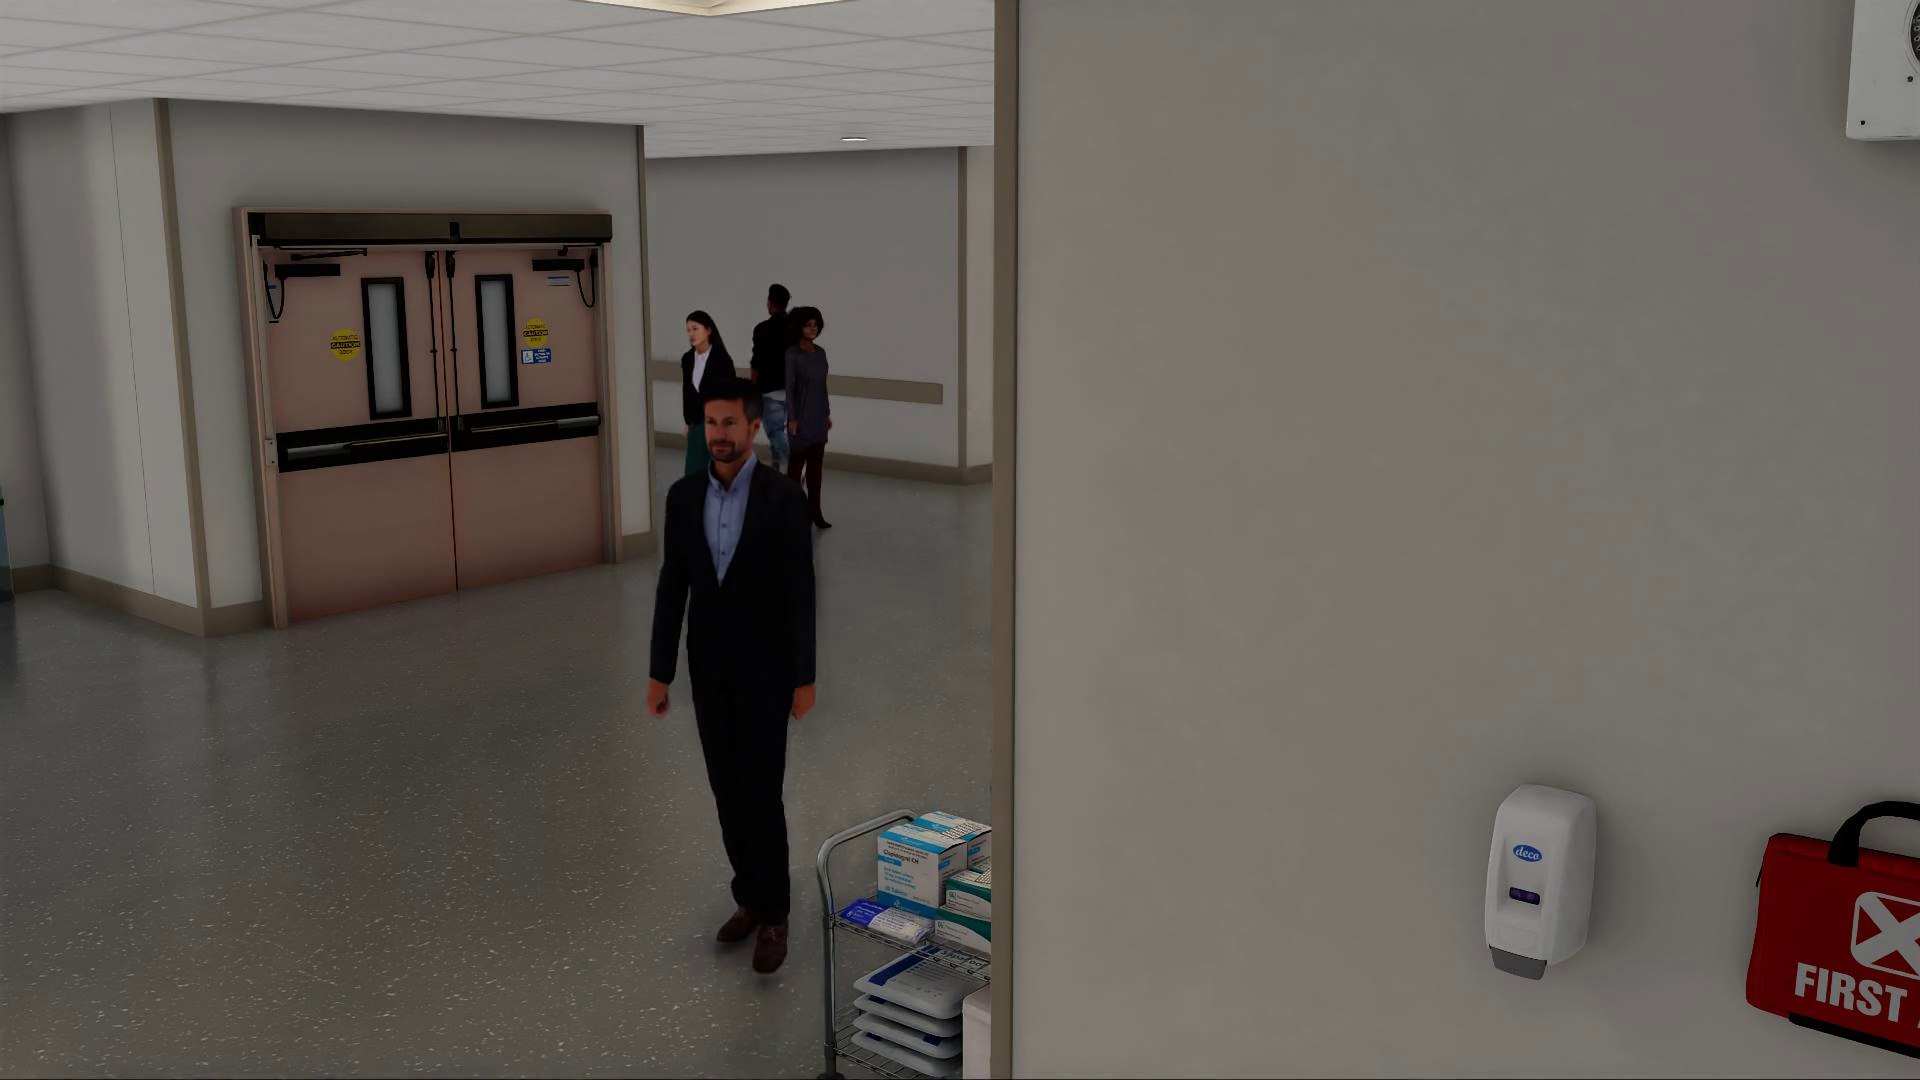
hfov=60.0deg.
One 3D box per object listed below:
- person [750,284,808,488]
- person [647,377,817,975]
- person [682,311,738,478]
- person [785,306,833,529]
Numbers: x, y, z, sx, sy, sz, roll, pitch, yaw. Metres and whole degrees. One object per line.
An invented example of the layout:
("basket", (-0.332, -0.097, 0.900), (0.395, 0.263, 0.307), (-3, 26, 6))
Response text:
("person", (-1.548, -1.316, 14.573), (0.800, 1.780, 1.061), (10, 15, 43))
("person", (-0.672, 0.399, 5.345), (0.777, 1.852, 0.837), (4, 11, 20))
("person", (-1.711, -0.730, 11.736), (0.985, 1.686, 1.181), (3, 11, 15))
("person", (-1.174, -0.928, 12.717), (0.635, 1.711, 0.442), (9, 14, 40))
